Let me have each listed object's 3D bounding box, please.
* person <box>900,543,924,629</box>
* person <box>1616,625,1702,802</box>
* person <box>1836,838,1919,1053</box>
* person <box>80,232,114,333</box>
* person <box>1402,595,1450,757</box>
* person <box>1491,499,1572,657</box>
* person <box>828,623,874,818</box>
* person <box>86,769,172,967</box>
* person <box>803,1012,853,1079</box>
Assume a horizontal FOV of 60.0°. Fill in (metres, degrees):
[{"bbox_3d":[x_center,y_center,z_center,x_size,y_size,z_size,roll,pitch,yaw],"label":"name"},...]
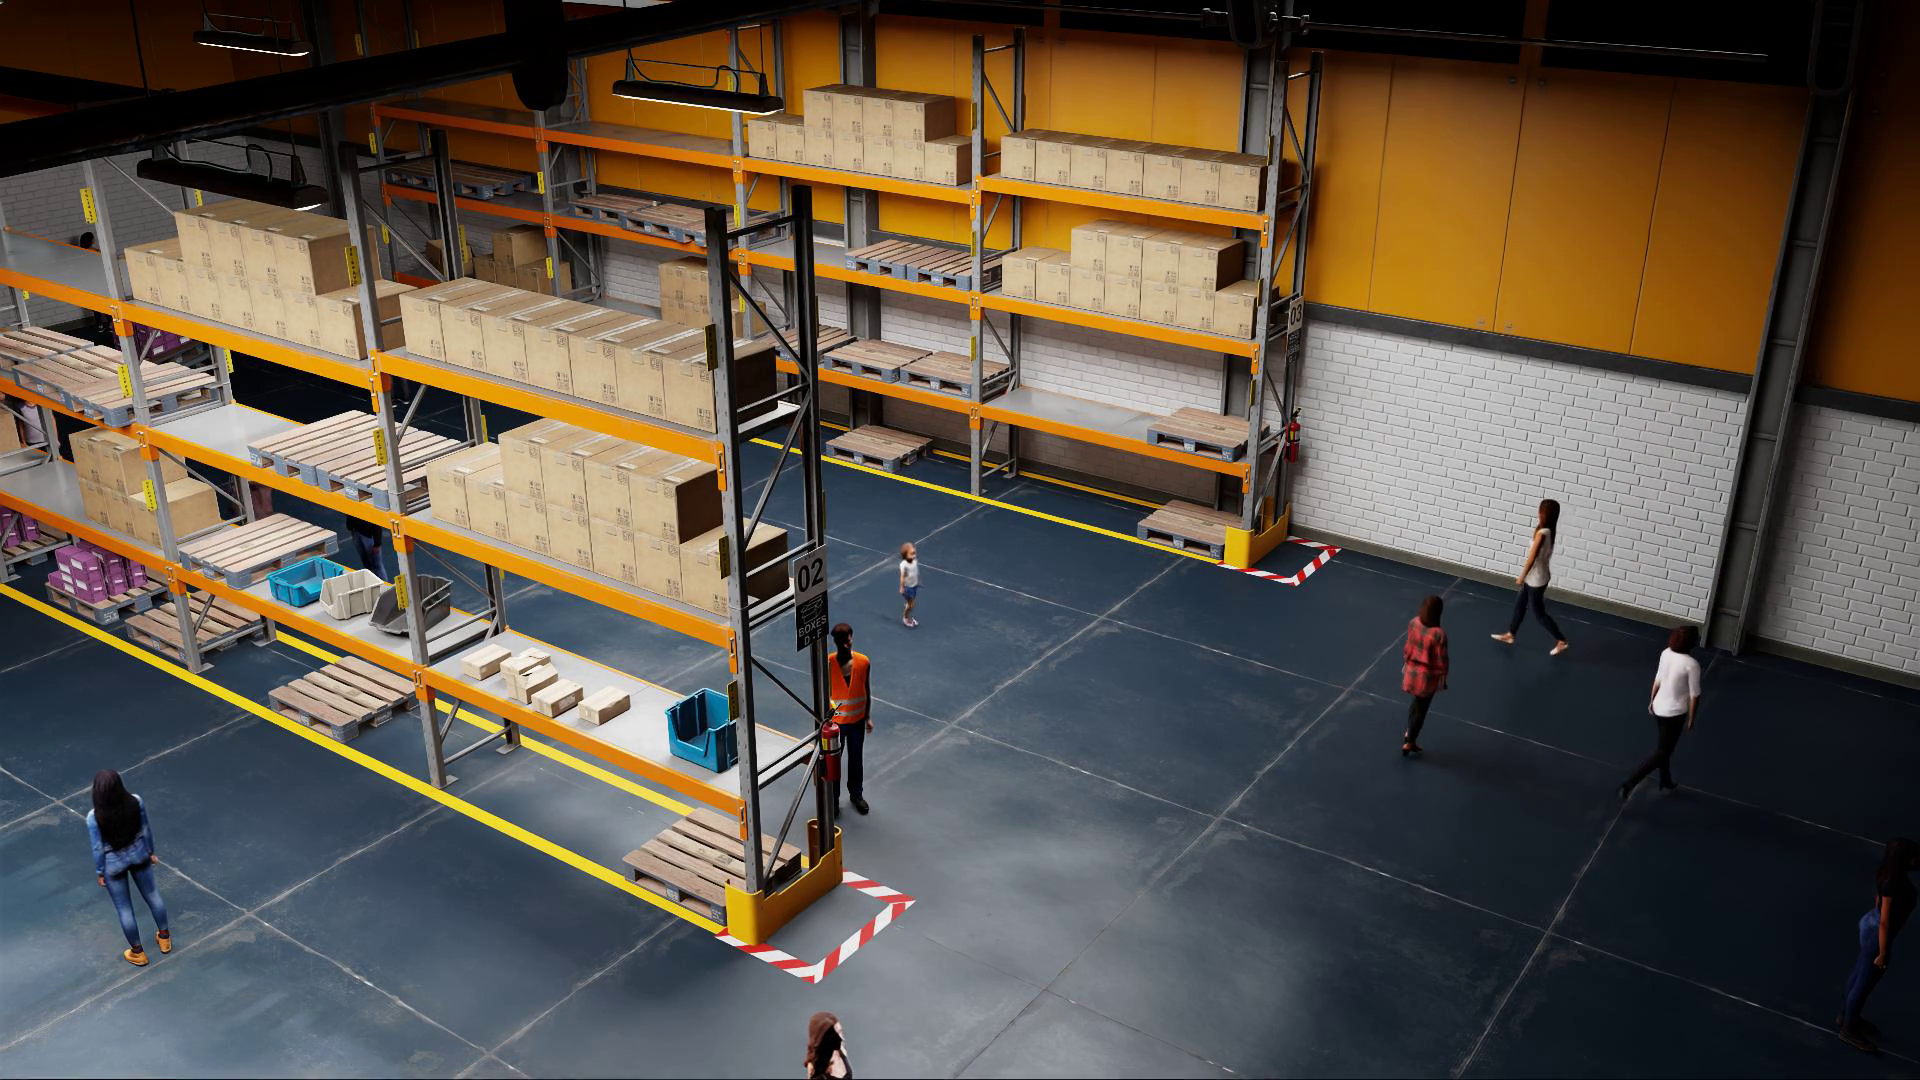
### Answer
[{"bbox_3d":[-0.601,0.484,18.729,0.410,1.014,0.414,16,28,32],"label":"person"},{"bbox_3d":[6.398,1.620,15.187,1.032,1.769,1.102,-10,25,-21],"label":"person"},{"bbox_3d":[6.743,2.931,12.226,0.561,1.740,0.581,12,26,25],"label":"person"},{"bbox_3d":[-15.198,-4.549,29.299,0.636,1.770,0.748,2,24,4],"label":"person"},{"bbox_3d":[4.379,1.322,15.965,0.784,1.692,0.677,-14,27,-29],"label":"person"},{"bbox_3d":[6.303,0.441,17.903,1.099,1.754,0.664,12,26,25],"label":"person"},{"bbox_3d":[-1.049,1.600,15.085,0.781,1.888,0.823,-7,25,-15],"label":"person"},{"bbox_3d":[-6.566,2.560,13.108,0.545,1.712,0.626,19,30,36],"label":"person"},{"bbox_3d":[-0.832,3.695,10.466,0.611,1.747,0.642,8,25,17],"label":"person"}]
